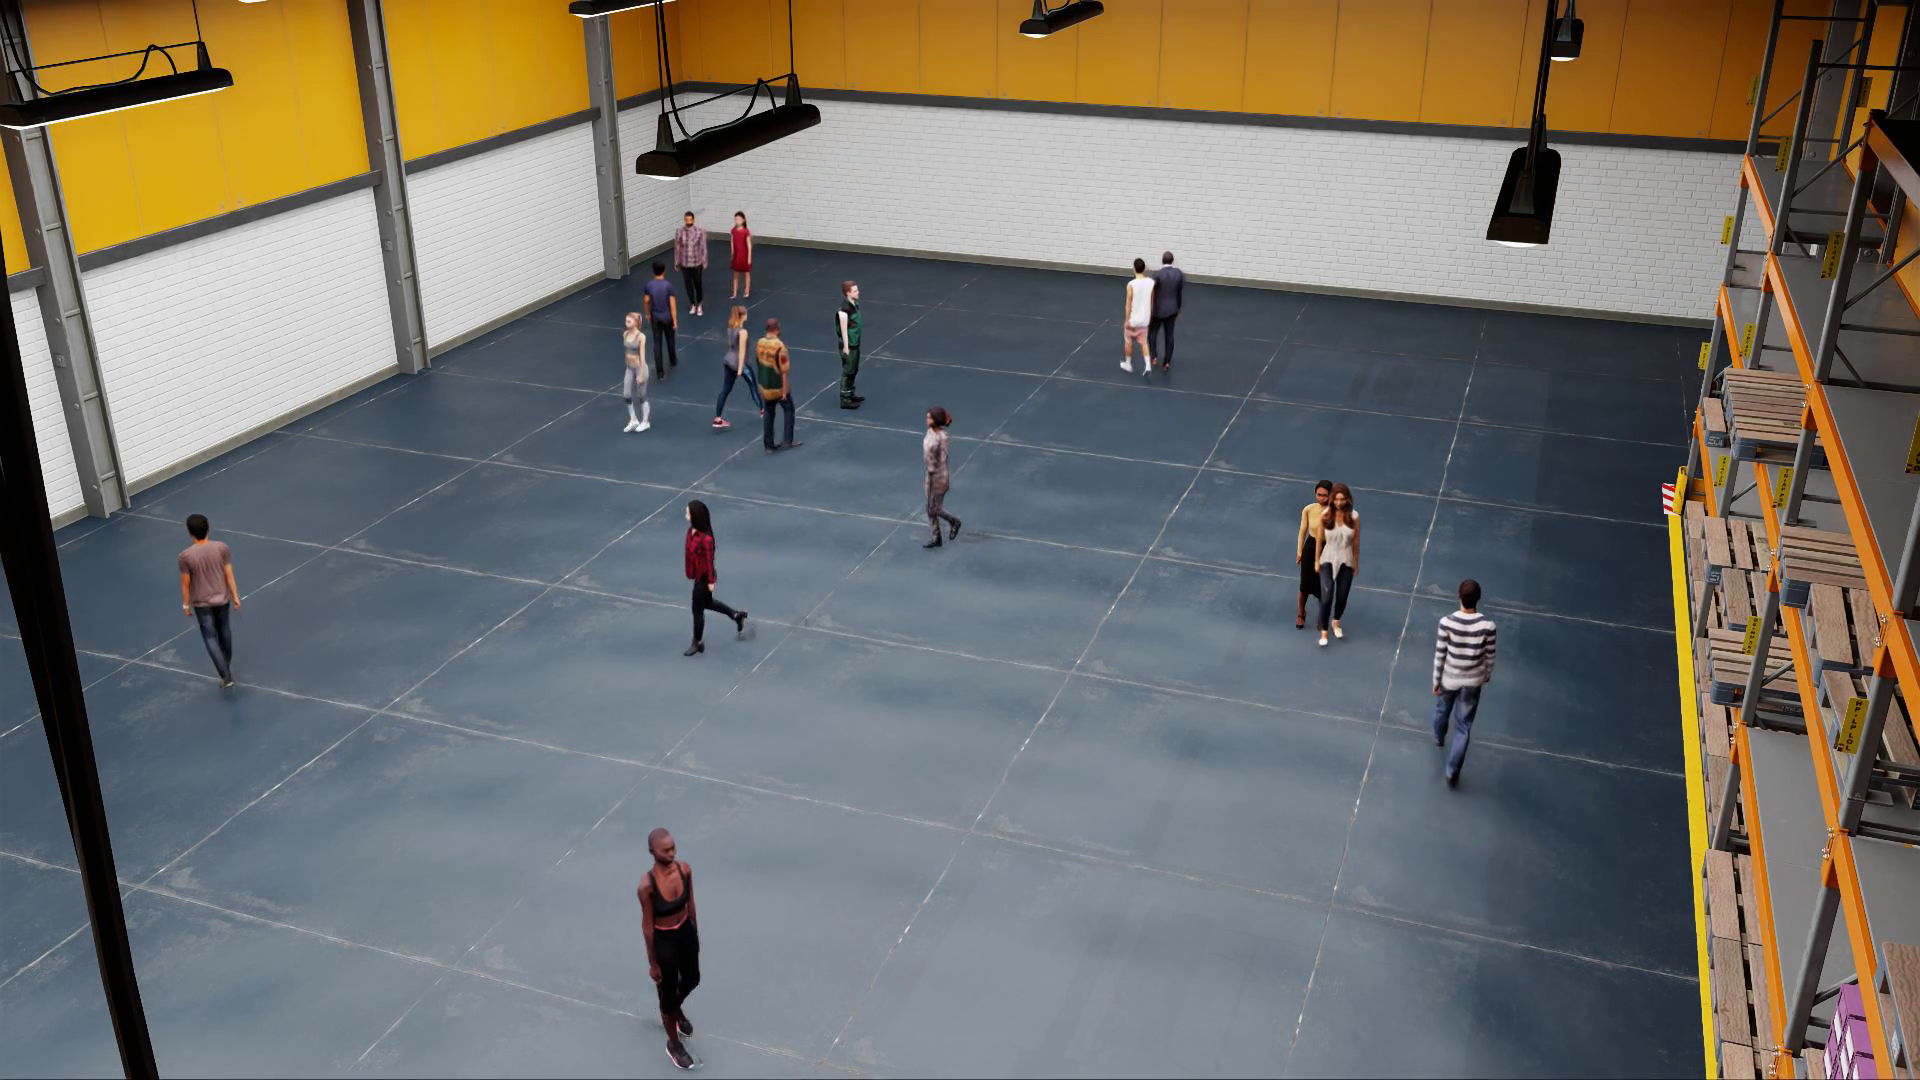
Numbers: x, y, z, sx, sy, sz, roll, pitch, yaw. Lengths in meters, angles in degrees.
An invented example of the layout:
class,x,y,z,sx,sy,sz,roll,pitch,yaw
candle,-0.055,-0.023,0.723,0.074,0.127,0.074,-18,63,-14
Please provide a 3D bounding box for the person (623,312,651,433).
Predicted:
class,x,y,z,sx,sy,sz,roll,pitch,yaw
person,-4.343,-2.305,22.699,0.604,1.689,0.656,13,27,28

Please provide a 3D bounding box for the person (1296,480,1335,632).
class,x,y,z,sx,sy,sz,roll,pitch,yaw
person,3.690,0.160,17.104,0.601,1.654,0.571,5,24,12

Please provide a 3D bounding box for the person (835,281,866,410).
class,x,y,z,sx,sy,sz,roll,pitch,yaw
person,-1.564,-2.789,23.616,0.727,1.841,0.550,4,24,9

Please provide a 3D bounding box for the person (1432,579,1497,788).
class,x,y,z,sx,sy,sz,roll,pitch,yaw
person,4.327,1.274,14.366,0.644,1.804,1.087,8,25,18

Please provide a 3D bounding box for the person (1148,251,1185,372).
class,x,y,z,sx,sy,sz,roll,pitch,yaw
person,3.124,-3.439,25.150,0.911,1.804,0.973,-5,24,-12

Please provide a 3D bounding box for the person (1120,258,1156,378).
class,x,y,z,sx,sy,sz,roll,pitch,yaw
person,2.706,-3.290,24.855,1.042,1.766,1.125,-9,25,-19

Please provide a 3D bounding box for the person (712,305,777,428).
class,x,y,z,sx,sy,sz,roll,pitch,yaw
person,-3.122,-2.312,22.759,1.326,1.653,0.966,-21,31,-40

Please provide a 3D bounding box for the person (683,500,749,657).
class,x,y,z,sx,sy,sz,roll,pitch,yaw
person,-2.499,0.355,16.682,1.068,1.635,0.941,-15,28,-30

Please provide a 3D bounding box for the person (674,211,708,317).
class,x,y,z,sx,sy,sz,roll,pitch,yaw
person,-4.520,-4.707,28.116,0.755,1.750,0.746,2,24,6

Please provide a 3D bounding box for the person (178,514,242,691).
class,x,y,z,sx,sy,sz,roll,pitch,yaw
person,-7.162,0.616,15.943,1.092,1.749,1.043,-18,30,-36

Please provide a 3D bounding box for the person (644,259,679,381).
class,x,y,z,sx,sy,sz,roll,pitch,yaw
person,-4.469,-3.238,24.772,0.896,1.738,1.199,1,24,2

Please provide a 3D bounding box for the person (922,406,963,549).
class,x,y,z,sx,sy,sz,roll,pitch,yaw
person,-0.194,-0.714,19.039,0.859,1.704,0.788,-14,27,-28

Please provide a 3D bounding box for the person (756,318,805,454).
class,x,y,z,sx,sy,sz,roll,pitch,yaw
person,-2.508,-2.003,21.889,0.810,1.783,0.888,17,29,33

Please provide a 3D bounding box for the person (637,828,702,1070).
class,x,y,z,sx,sy,sz,roll,pitch,yaw
person,-1.971,2.684,11.200,0.828,1.757,0.830,-21,31,-40

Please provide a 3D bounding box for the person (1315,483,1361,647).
class,x,y,z,sx,sy,sz,roll,pitch,yaw
person,3.816,0.213,16.838,0.683,1.768,0.786,4,24,8

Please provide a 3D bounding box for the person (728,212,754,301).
class,x,y,z,sx,sy,sz,roll,pitch,yaw
person,-3.778,-4.966,28.988,0.633,1.527,0.929,5,24,12
